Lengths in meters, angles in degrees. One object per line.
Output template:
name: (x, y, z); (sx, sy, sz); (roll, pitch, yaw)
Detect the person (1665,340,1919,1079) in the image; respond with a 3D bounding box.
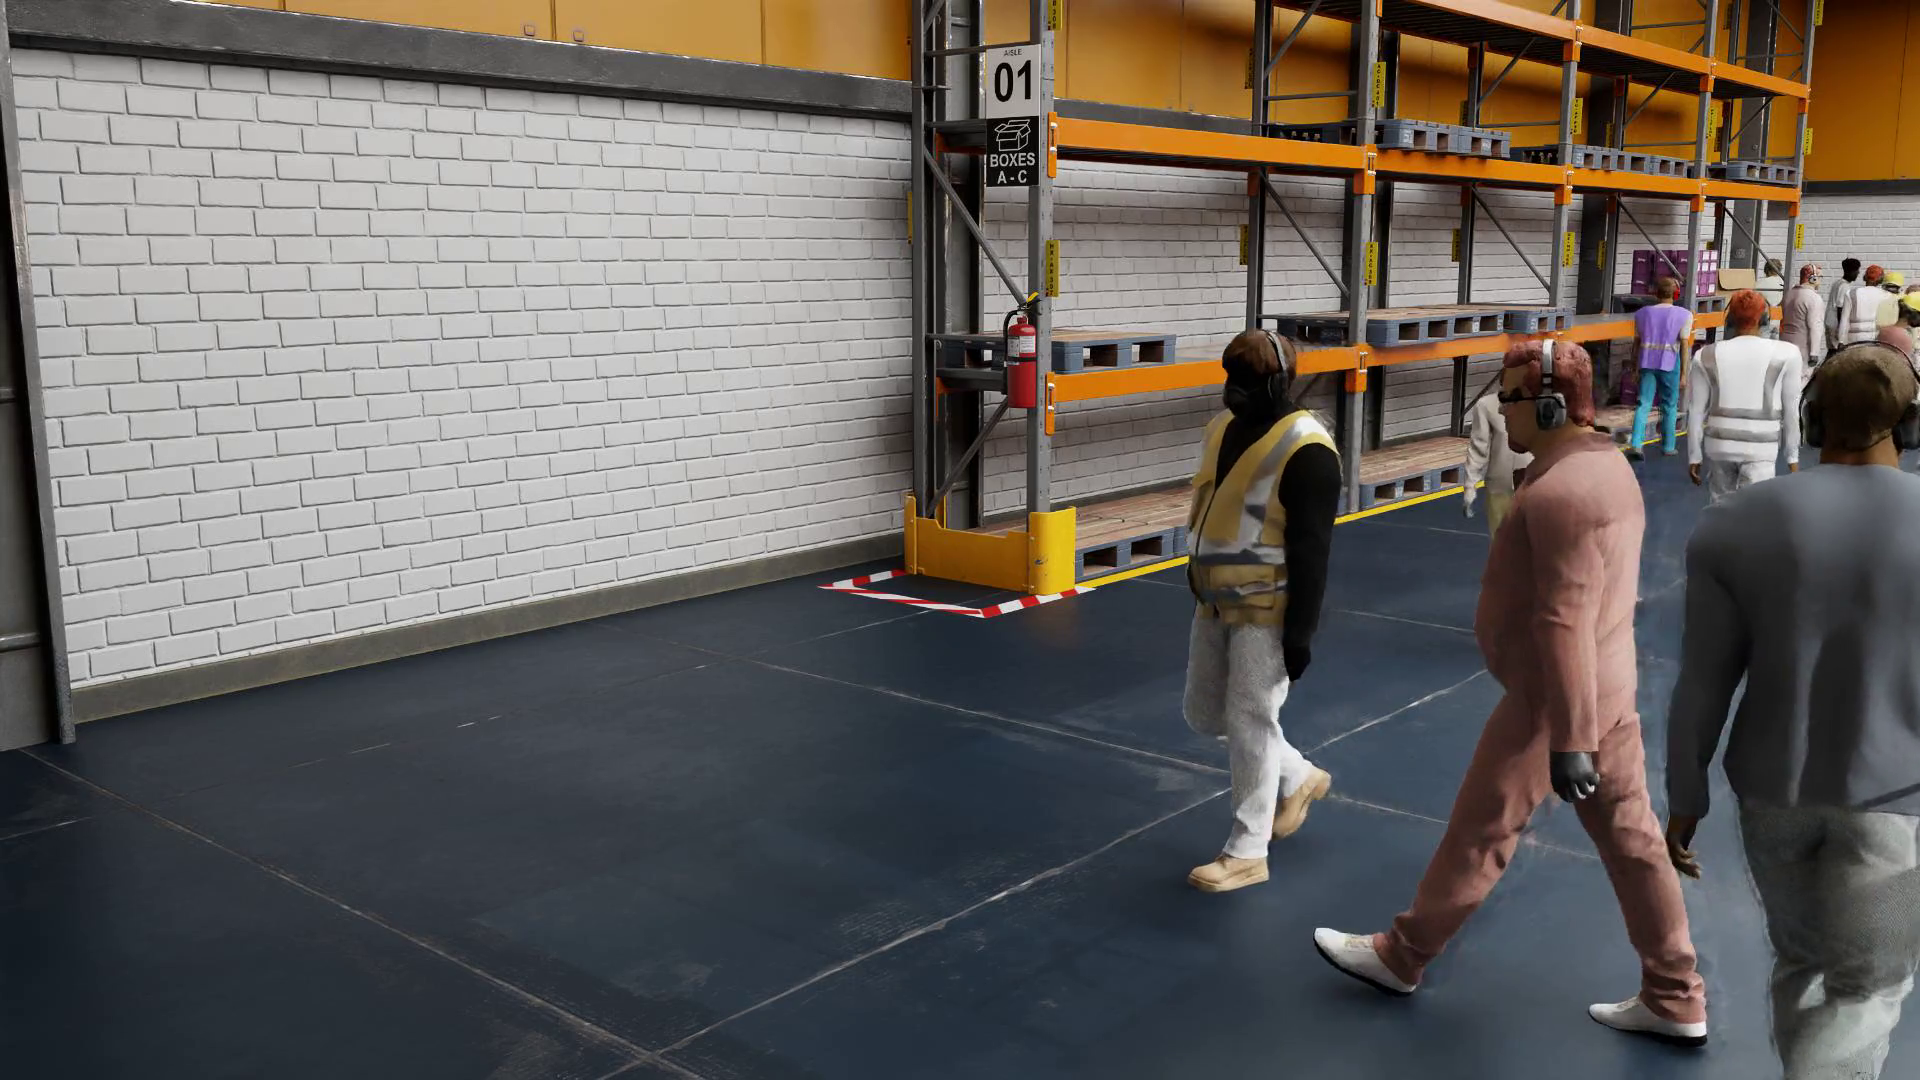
person: (1.752, 0.553, 3.374); (0.645, 1.899, 0.900); (8, 12, 37)

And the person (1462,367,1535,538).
person: (2.879, -0.226, 8.635); (0.523, 1.583, 0.841); (5, 11, 27)

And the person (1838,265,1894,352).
person: (11.388, -2.520, 20.922); (0.595, 1.871, 0.382); (6, 12, 31)

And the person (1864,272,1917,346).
person: (11.556, -2.445, 20.740); (0.602, 1.791, 0.916); (8, 13, 38)

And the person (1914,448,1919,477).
person: (4.227, -0.018, 6.775); (0.650, 1.833, 0.442); (4, 11, 22)

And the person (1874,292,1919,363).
person: (7.736, -1.187, 13.737); (0.778, 1.712, 0.558); (2, 10, 11)

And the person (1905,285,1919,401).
person: (12.296, -2.497, 21.562); (0.525, 1.601, 0.834); (1, 10, 8)

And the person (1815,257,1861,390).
person: (12.635, -3.082, 23.939); (0.409, 1.944, 0.762); (3, 10, 17)

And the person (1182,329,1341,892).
person: (0.998, 0.222, 5.429); (0.535, 1.822, 0.642); (-4, 11, -23)

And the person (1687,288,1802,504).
person: (4.389, -0.486, 9.374); (0.586, 1.860, 0.740); (7, 12, 36)

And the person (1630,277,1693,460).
person: (6.871, -1.682, 16.349); (0.580, 1.805, 0.947); (8, 13, 40)

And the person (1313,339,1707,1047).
person: (1.519, 0.396, 4.394); (1.040, 1.836, 0.677); (7, 12, 33)

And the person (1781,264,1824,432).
person: (9.566, -2.173, 18.876); (0.399, 1.900, 0.636); (-1, 10, -5)

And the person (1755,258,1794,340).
person: (11.414, -3.000, 23.450); (0.635, 1.937, 0.353); (-1, 10, -5)
